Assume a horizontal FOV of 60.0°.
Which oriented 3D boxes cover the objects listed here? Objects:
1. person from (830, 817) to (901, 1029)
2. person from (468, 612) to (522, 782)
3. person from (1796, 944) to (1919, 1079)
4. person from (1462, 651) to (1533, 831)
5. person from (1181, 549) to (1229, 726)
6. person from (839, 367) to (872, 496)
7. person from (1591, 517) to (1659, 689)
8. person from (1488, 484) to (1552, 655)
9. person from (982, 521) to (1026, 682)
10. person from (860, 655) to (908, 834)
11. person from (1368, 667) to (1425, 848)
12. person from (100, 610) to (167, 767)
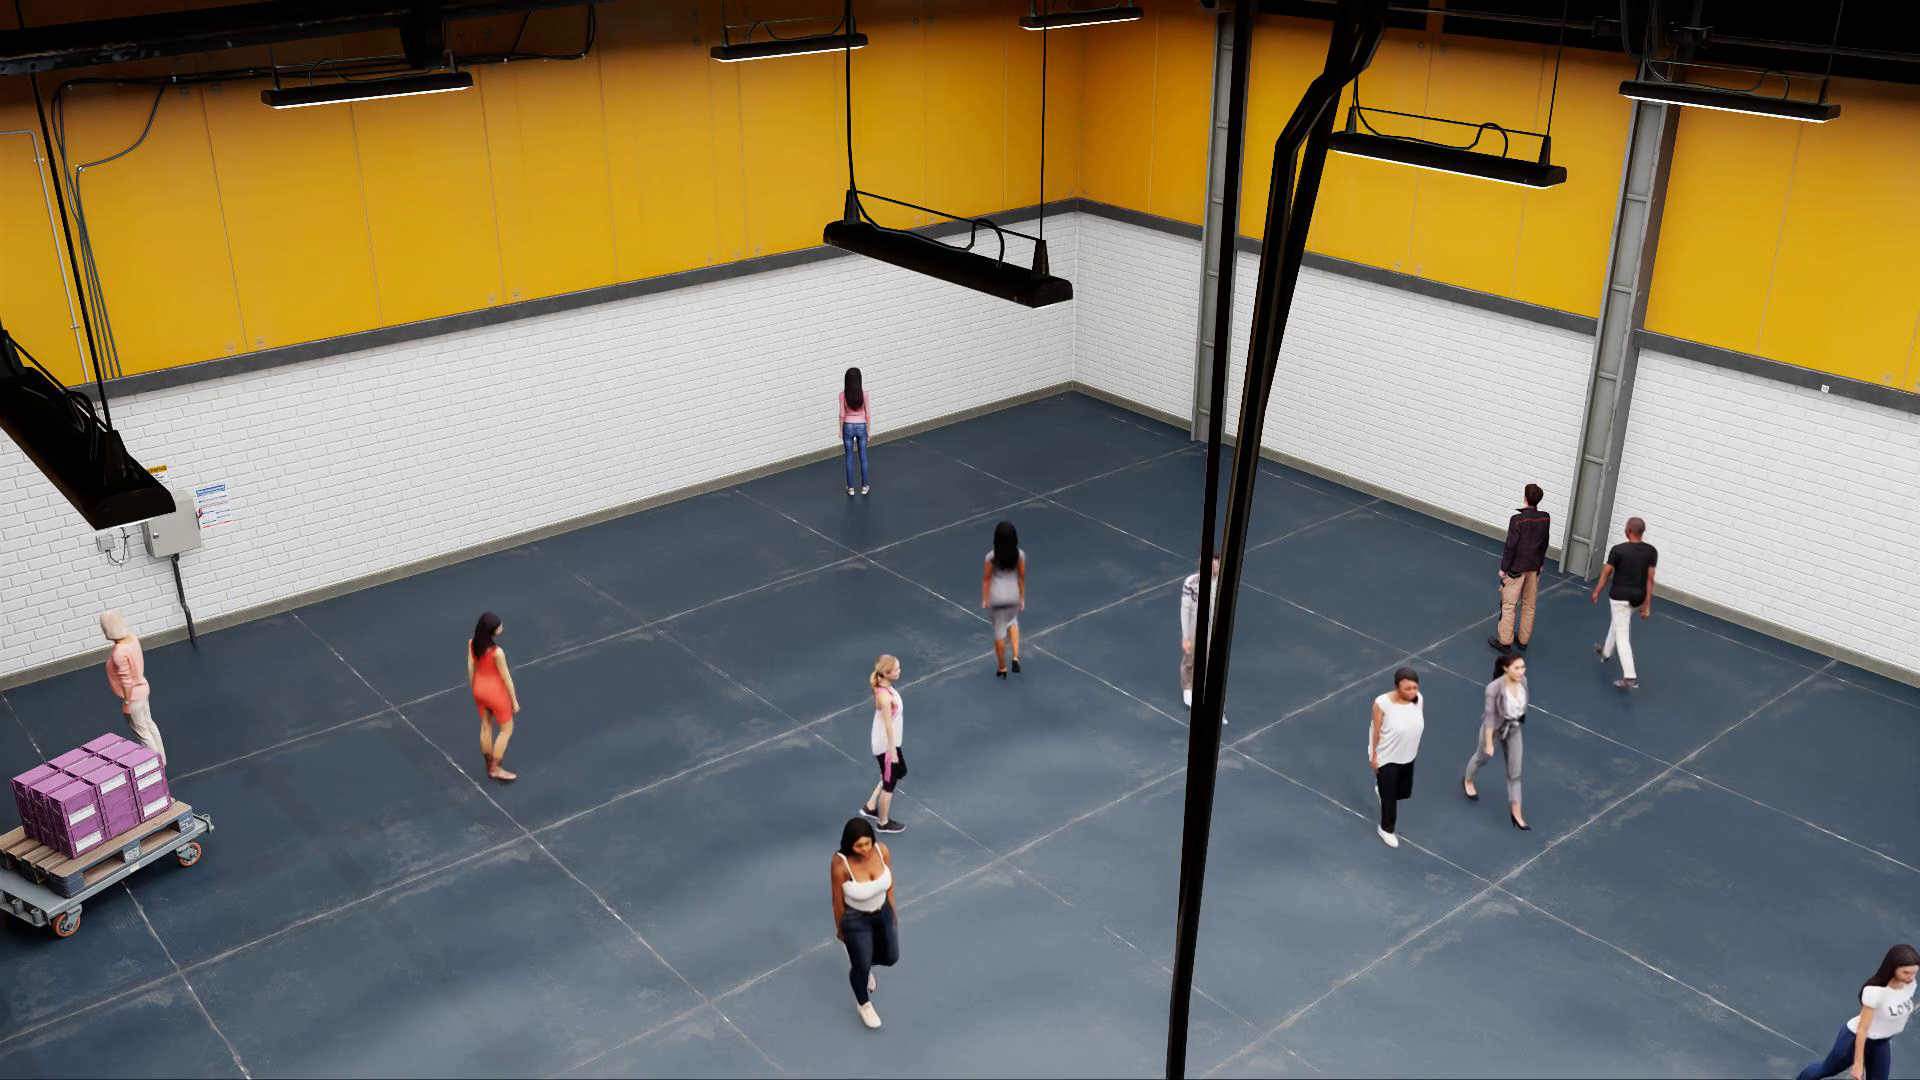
[{"bbox_3d":[-0.753,2.768,12.347,0.714,1.794,0.828,-14,27,-29],"label":"person"},{"bbox_3d":[-4.348,1.453,15.452,0.653,1.716,0.791,5,24,10],"label":"person"},{"bbox_3d":[5.987,3.338,11.158,0.919,1.701,1.270,-9,25,-20],"label":"person"},{"bbox_3d":[4.791,1.735,14.932,0.882,1.617,1.200,-9,25,-19],"label":"person"},{"bbox_3d":[2.402,0.891,16.628,1.126,1.805,1.284,-2,24,-4],"label":"person"},{"bbox_3d":[-1.403,-1.458,22.081,0.650,1.742,0.661,-3,24,-6],"label":"person"},{"bbox_3d":[6.910,0.683,17.167,1.161,1.753,1.351,-2,24,-5],"label":"person"},{"bbox_3d":[6.024,0.301,17.826,0.783,1.925,0.759,-7,24,-15],"label":"person"},{"bbox_3d":[0.481,0.670,17.174,0.703,1.772,0.762,-7,25,-15],"label":"person"},{"bbox_3d":[-0.733,1.801,14.586,0.832,1.773,0.762,-3,24,-6],"label":"person"},{"bbox_3d":[3.800,1.847,14.608,0.810,1.671,0.918,-8,25,-18],"label":"person"},{"bbox_3d":[-7.705,1.428,15.501,0.739,1.724,0.614,-5,24,-12],"label":"person"}]
